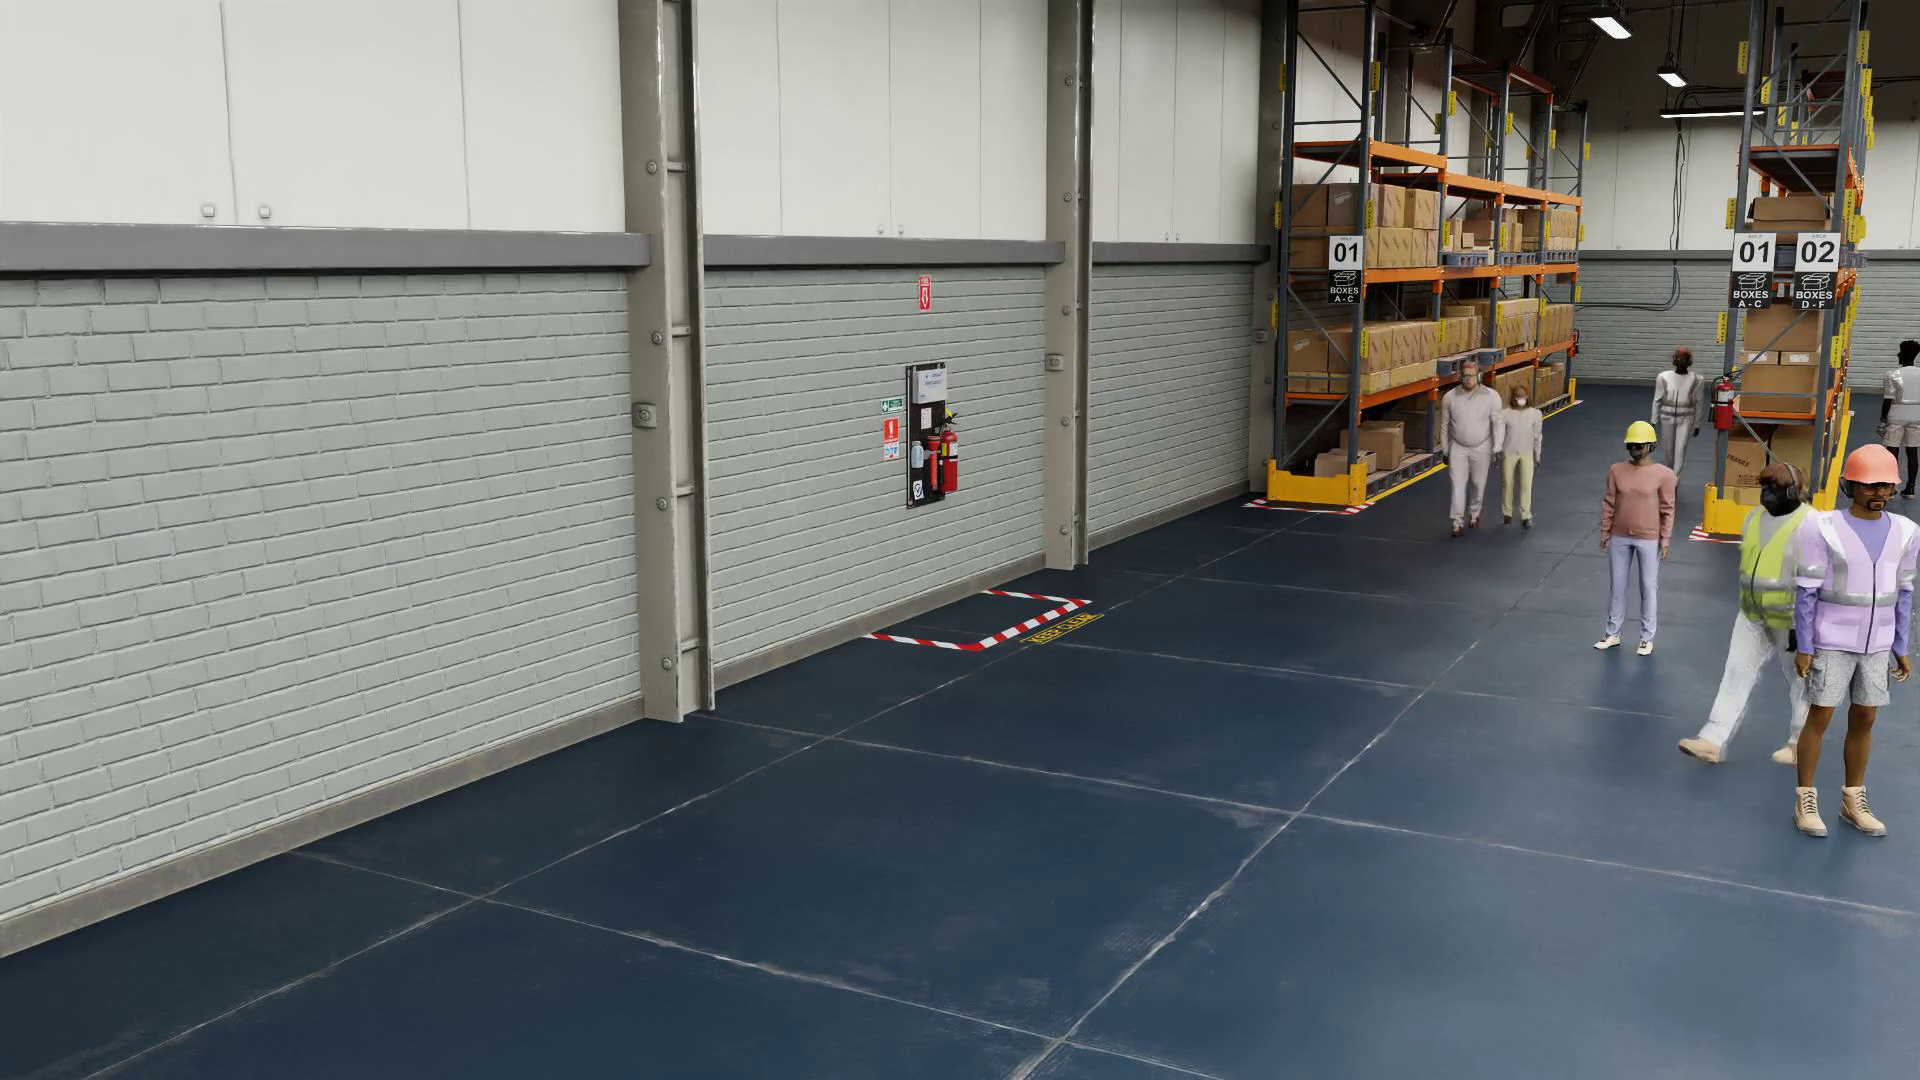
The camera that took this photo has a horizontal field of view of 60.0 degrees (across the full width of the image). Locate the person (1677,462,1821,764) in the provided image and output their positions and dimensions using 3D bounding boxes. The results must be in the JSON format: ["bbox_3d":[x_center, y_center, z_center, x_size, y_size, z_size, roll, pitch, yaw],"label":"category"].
[{"bbox_3d":[4.688,0.452,9.685,0.929,1.796,0.647,-4,10,-22],"label":"person"}]

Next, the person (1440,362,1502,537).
[{"bbox_3d":[5.542,-1.008,18.063,0.642,1.871,0.958,3,10,17],"label":"person"}]

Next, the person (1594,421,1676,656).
[{"bbox_3d":[5.087,-0.016,12.537,0.533,1.768,0.311,9,13,42],"label":"person"}]

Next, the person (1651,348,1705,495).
[{"bbox_3d":[9.133,-1.525,21.164,0.578,1.854,0.942,6,11,32],"label":"person"}]

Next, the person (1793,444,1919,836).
[{"bbox_3d":[4.617,0.522,8.578,0.608,2.044,0.370,0,10,-1],"label":"person"}]

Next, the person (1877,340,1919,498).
[{"bbox_3d":[11.676,-1.491,20.581,0.613,1.965,0.361,0,10,-1],"label":"person"}]

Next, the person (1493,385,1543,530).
[{"bbox_3d":[6.113,-0.902,18.235,0.523,1.584,0.875,2,10,11],"label":"person"}]
